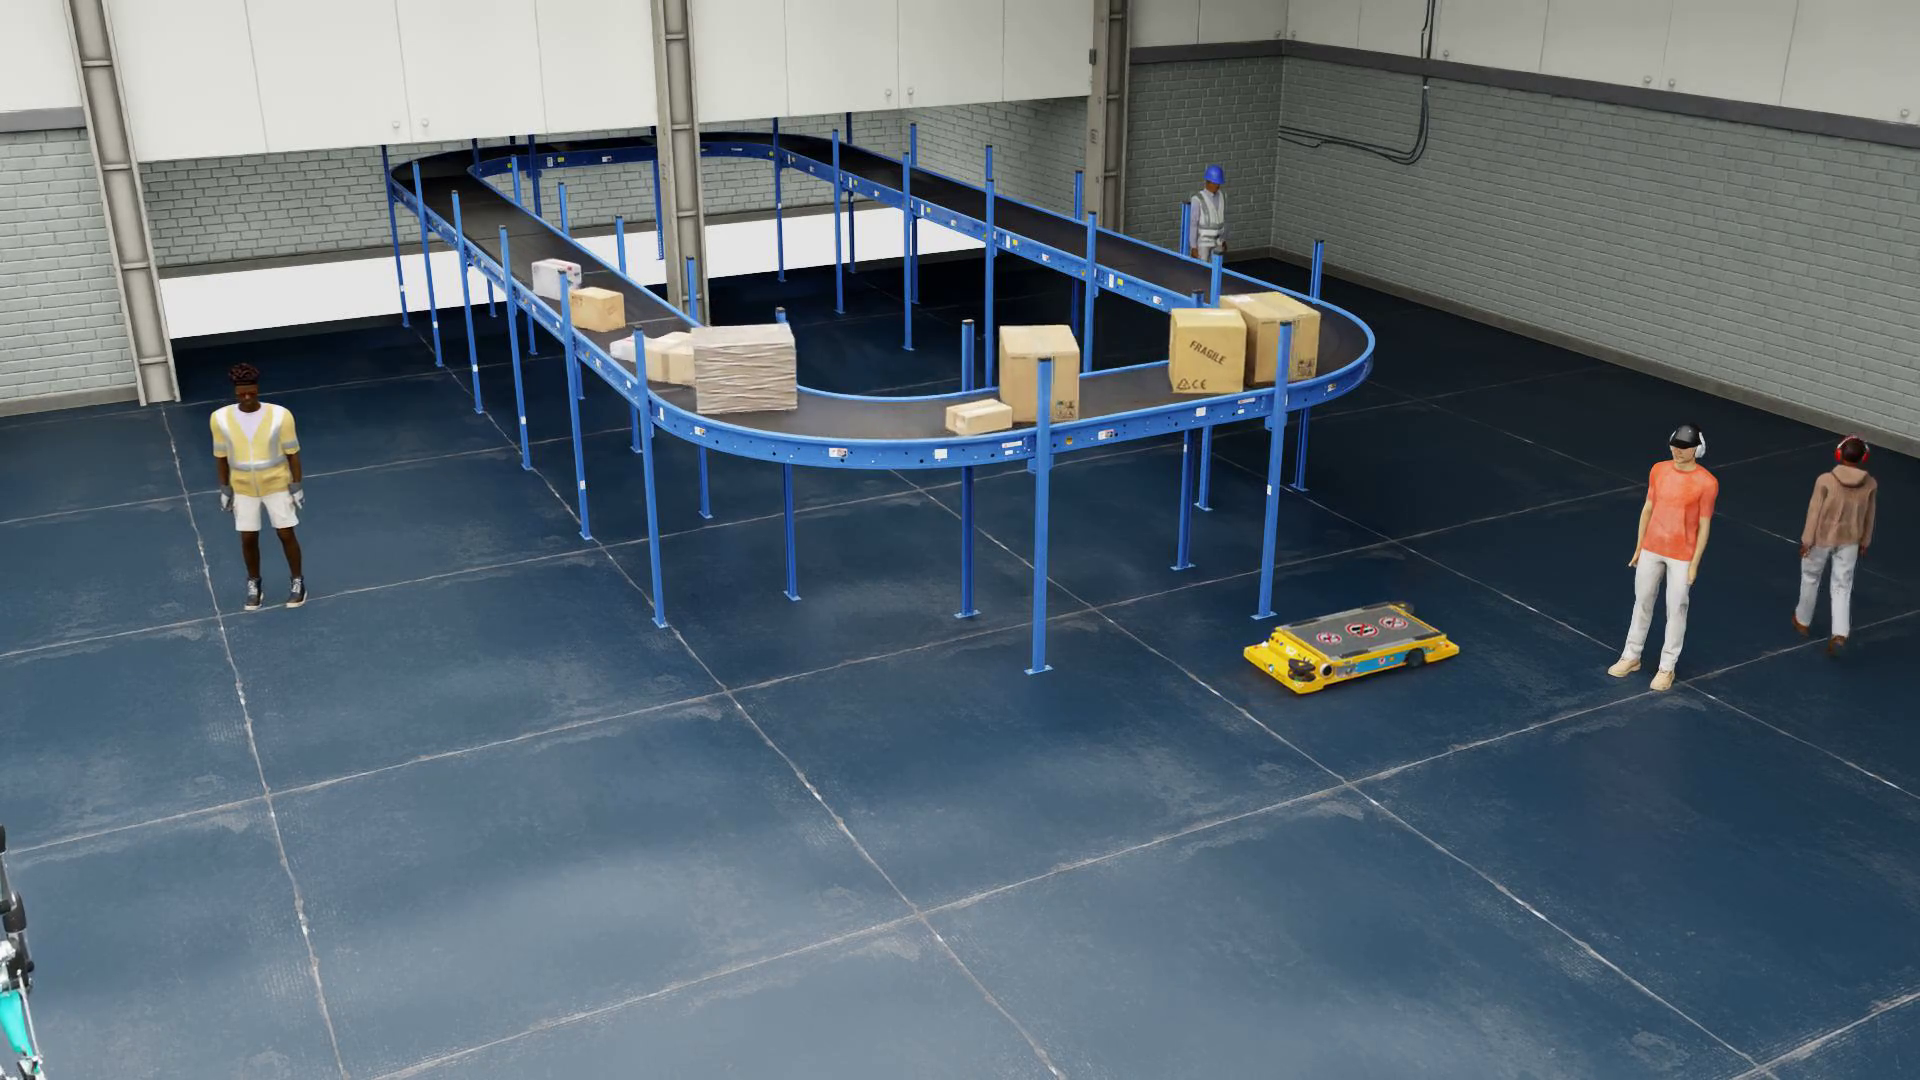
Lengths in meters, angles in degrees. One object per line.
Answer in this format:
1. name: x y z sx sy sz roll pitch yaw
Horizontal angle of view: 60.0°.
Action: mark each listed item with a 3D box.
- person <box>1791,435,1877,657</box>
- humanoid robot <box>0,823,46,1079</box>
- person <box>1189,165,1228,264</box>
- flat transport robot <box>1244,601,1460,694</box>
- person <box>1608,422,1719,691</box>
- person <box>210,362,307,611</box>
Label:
1. person: 6.329 0.028 11.996 0.473 1.620 0.768 5 23 12
2. humanoid robot: -4.163 1.950 7.107 0.943 1.760 0.544 18 28 37
3. person: 3.128 -3.744 20.922 0.616 1.932 0.416 -17 27 -35
4. flat transport robot: 2.827 0.765 11.985 1.431 0.231 0.659 -10 24 -24
5. person: 4.859 0.107 11.424 0.392 1.912 0.475 -20 29 -40
6. person: -5.310 -0.410 12.648 0.613 1.957 0.370 -4 22 -10
